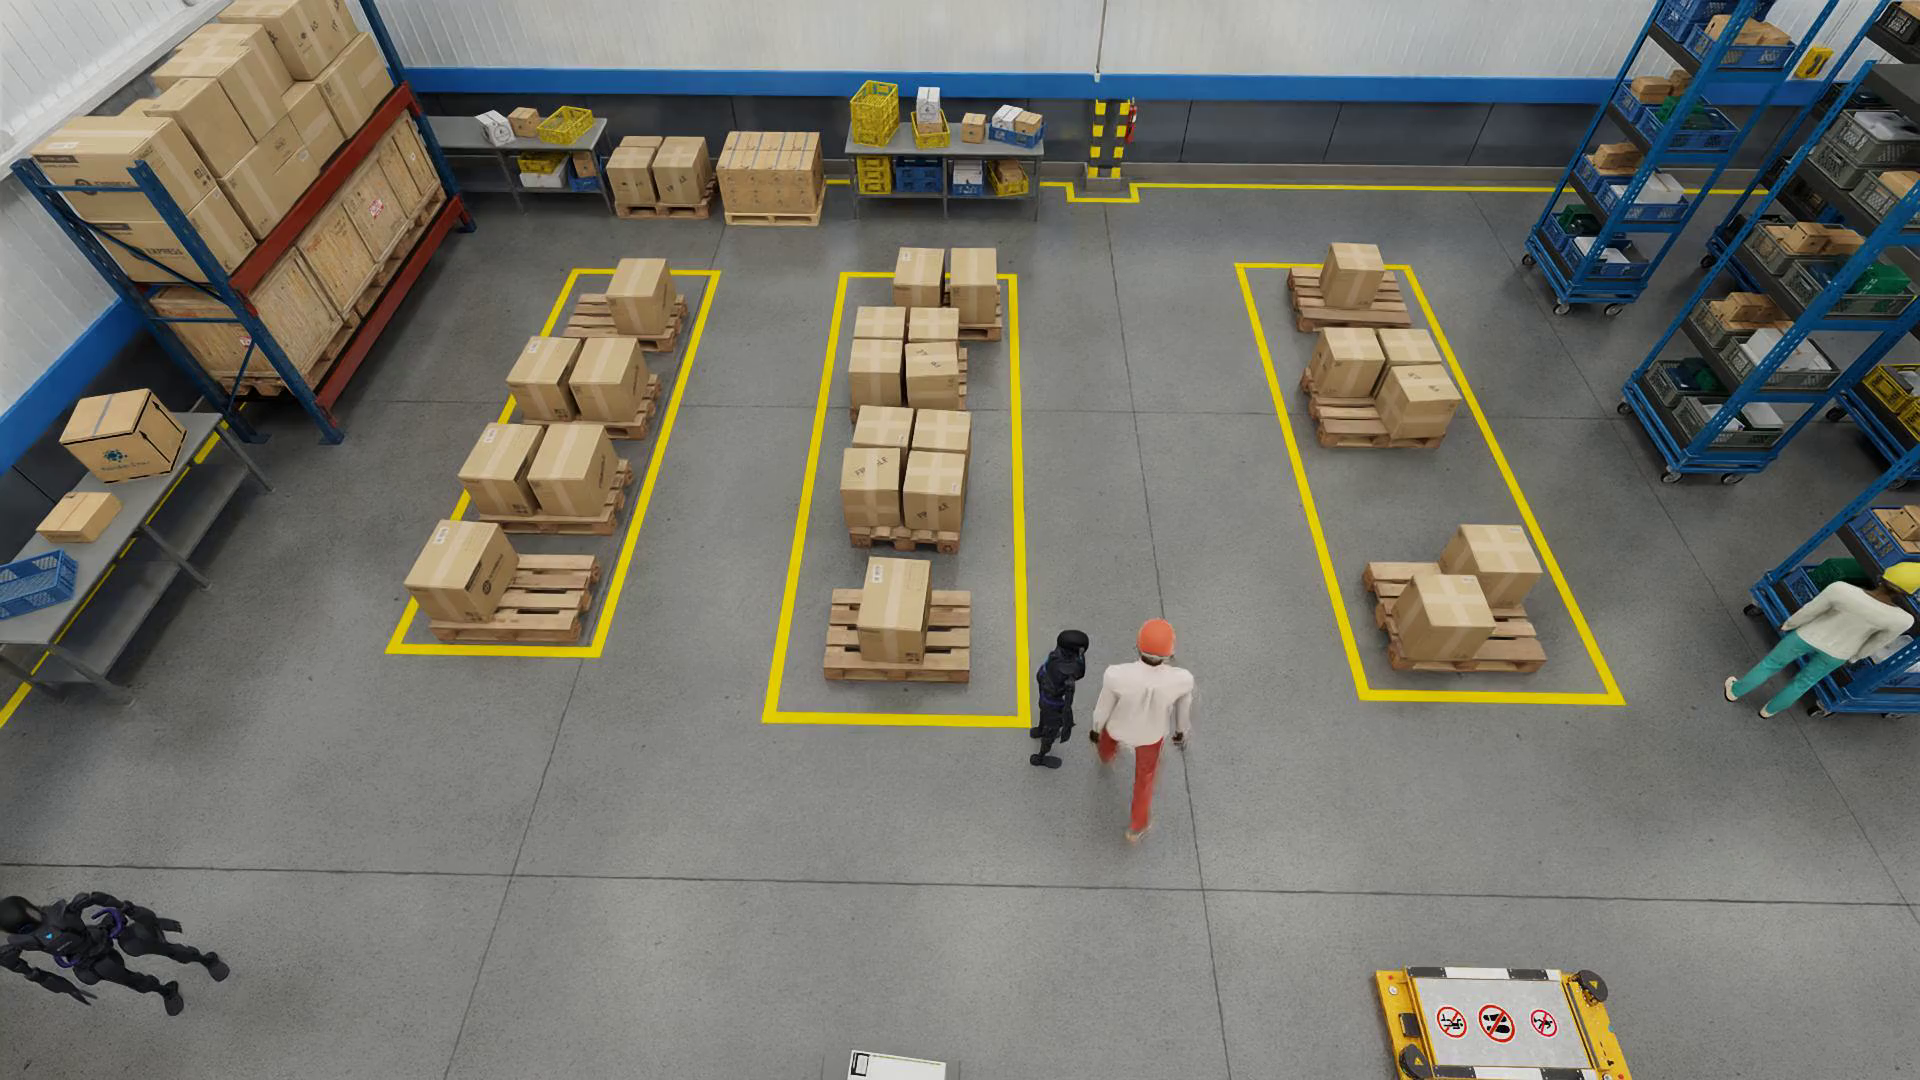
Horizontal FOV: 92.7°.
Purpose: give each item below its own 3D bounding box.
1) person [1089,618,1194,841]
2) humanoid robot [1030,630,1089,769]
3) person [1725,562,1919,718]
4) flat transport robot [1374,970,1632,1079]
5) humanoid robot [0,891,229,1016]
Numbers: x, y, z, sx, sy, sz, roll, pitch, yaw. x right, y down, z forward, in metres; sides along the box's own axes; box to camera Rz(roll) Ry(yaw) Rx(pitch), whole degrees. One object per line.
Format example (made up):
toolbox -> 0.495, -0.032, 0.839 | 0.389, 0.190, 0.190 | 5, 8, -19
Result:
person -> 1.237, 1.299, 6.341 | 0.646, 1.962, 0.824 | 2, 51, 2
humanoid robot -> 0.724, 1.130, 6.655 | 0.357, 1.650, 0.562 | -1, 51, -1
person -> 6.501, 0.753, 6.904 | 0.523, 1.769, 0.324 | 37, 60, 26
flat transport robot -> 3.501, 3.133, 5.914 | 1.431, 0.197, 0.652 | 1, 51, 1
humanoid robot -> -5.150, 2.483, 5.551 | 0.306, 1.652, 0.579 | 34, 59, 25
